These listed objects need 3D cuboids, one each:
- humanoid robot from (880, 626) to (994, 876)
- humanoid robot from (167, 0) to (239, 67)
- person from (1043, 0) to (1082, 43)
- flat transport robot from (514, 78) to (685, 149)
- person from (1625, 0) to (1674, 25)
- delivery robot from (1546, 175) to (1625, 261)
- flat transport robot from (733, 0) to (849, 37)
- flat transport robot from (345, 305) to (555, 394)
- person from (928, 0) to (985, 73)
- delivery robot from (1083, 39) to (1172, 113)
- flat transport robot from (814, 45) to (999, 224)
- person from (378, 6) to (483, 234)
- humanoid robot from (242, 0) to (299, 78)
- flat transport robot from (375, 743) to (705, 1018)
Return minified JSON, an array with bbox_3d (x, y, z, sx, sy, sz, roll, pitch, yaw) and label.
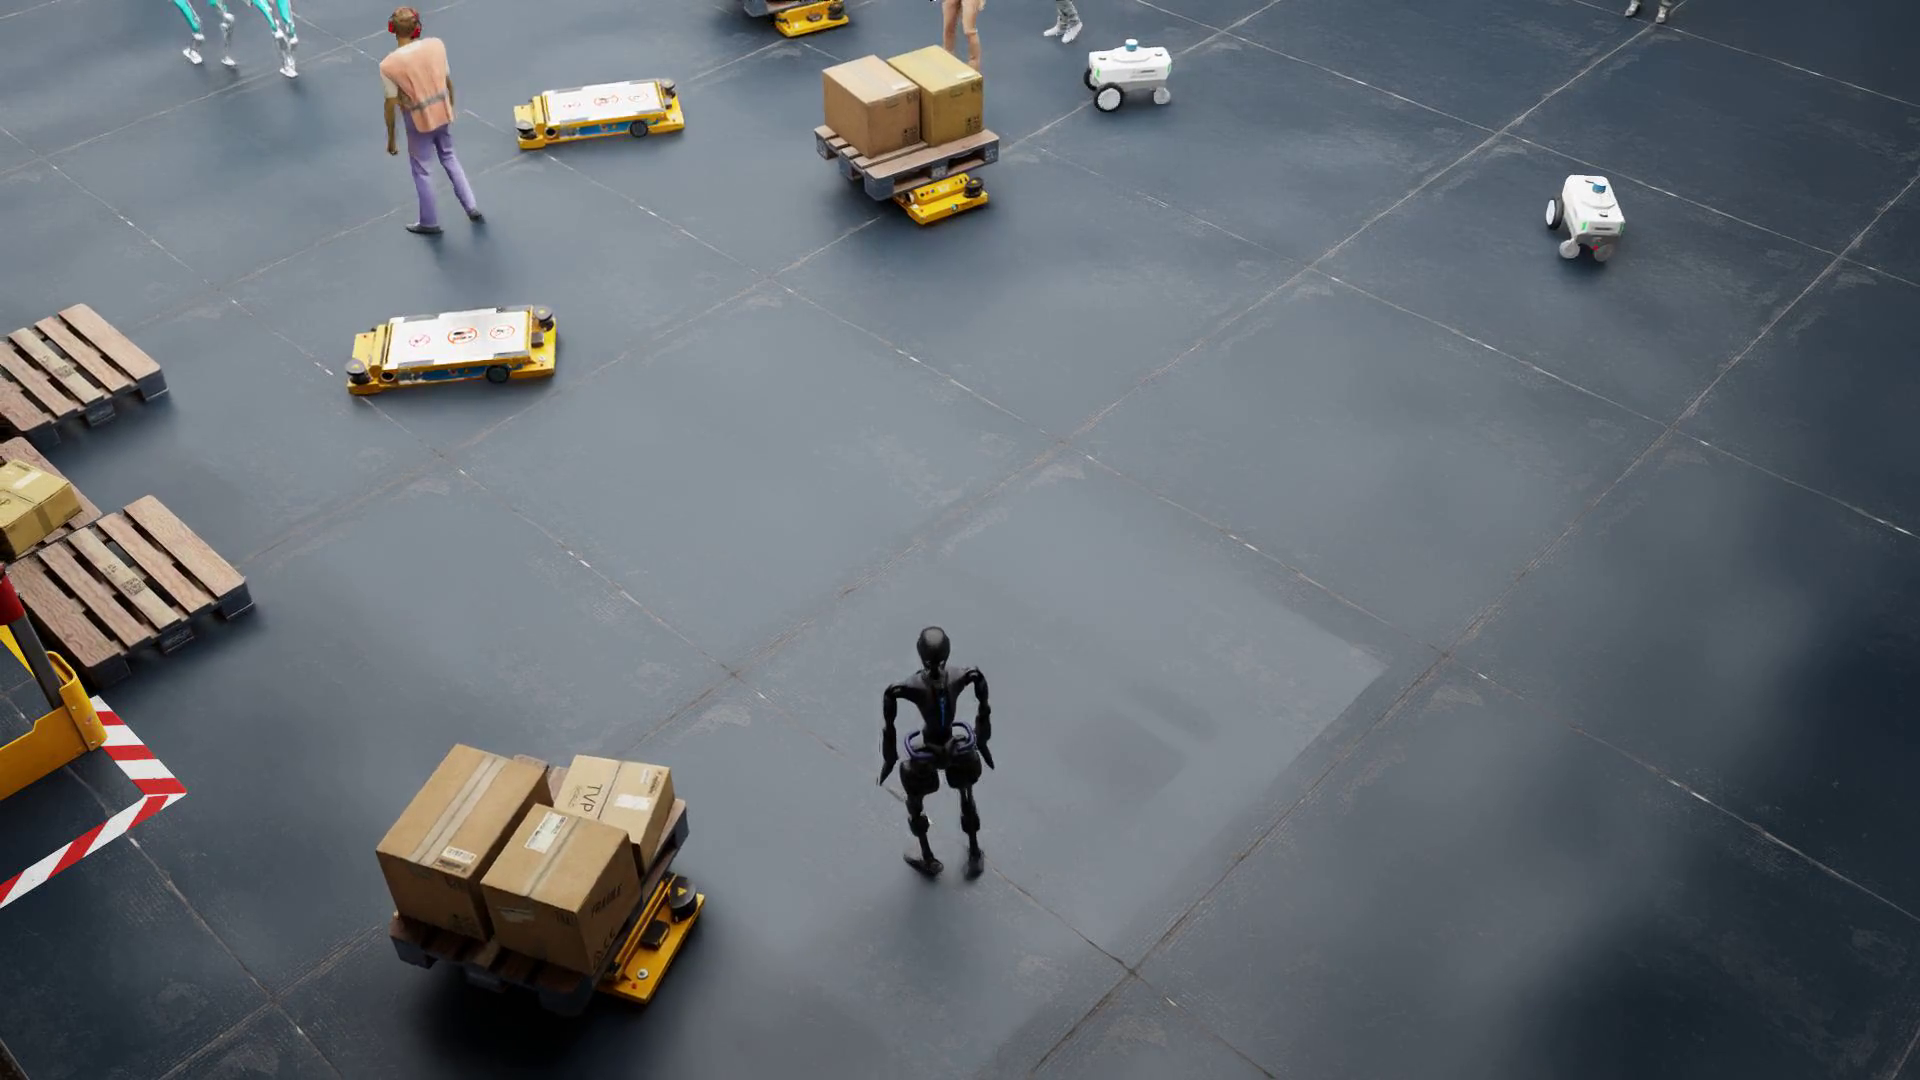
[{"bbox_3d":[-0.111,1.078,8.273,0.591,1.641,0.343,-12,43,-13],"label":"humanoid robot"},{"bbox_3d":[-6.973,-5.033,15.032,0.881,1.771,0.572,30,50,29],"label":"humanoid robot"},{"bbox_3d":[0.957,-5.496,15.539,0.364,1.730,0.510,-17,45,-18],"label":"person"},{"bbox_3d":[-3.202,-3.777,14.724,1.431,0.231,0.659,-10,43,-11],"label":"flat transport robot"},{"bbox_3d":[6.799,-5.895,15.911,0.574,1.830,0.389,21,46,22],"label":"person"},{"bbox_3d":[4.999,-2.590,13.203,0.502,0.611,0.782,3,42,3],"label":"delivery robot"},{"bbox_3d":[-1.723,-5.410,16.539,0.659,0.231,1.431,-21,46,-22],"label":"flat transport robot"},{"bbox_3d":[-3.675,-1.380,12.060,1.431,0.231,0.659,-7,42,-7],"label":"flat transport robot"},{"bbox_3d":[-0.015,-4.940,14.928,0.547,1.729,0.357,13,44,14],"label":"person"},{"bbox_3d":[1.504,-4.203,14.995,0.805,0.609,0.499,-6,42,-7],"label":"delivery robot"},{"bbox_3d":[-0.438,-3.126,14.001,0.659,0.231,1.431,-24,47,-24],"label":"flat transport robot"},{"bbox_3d":[-4.156,-3.214,12.941,0.454,1.819,0.677,29,50,29],"label":"person"},{"bbox_3d":[-6.171,-4.928,14.929,0.565,1.786,0.855,-26,48,-26],"label":"humanoid robot"},{"bbox_3d":[-2.090,1.852,8.467,1.431,0.231,0.659,13,44,14],"label":"flat transport robot"}]
